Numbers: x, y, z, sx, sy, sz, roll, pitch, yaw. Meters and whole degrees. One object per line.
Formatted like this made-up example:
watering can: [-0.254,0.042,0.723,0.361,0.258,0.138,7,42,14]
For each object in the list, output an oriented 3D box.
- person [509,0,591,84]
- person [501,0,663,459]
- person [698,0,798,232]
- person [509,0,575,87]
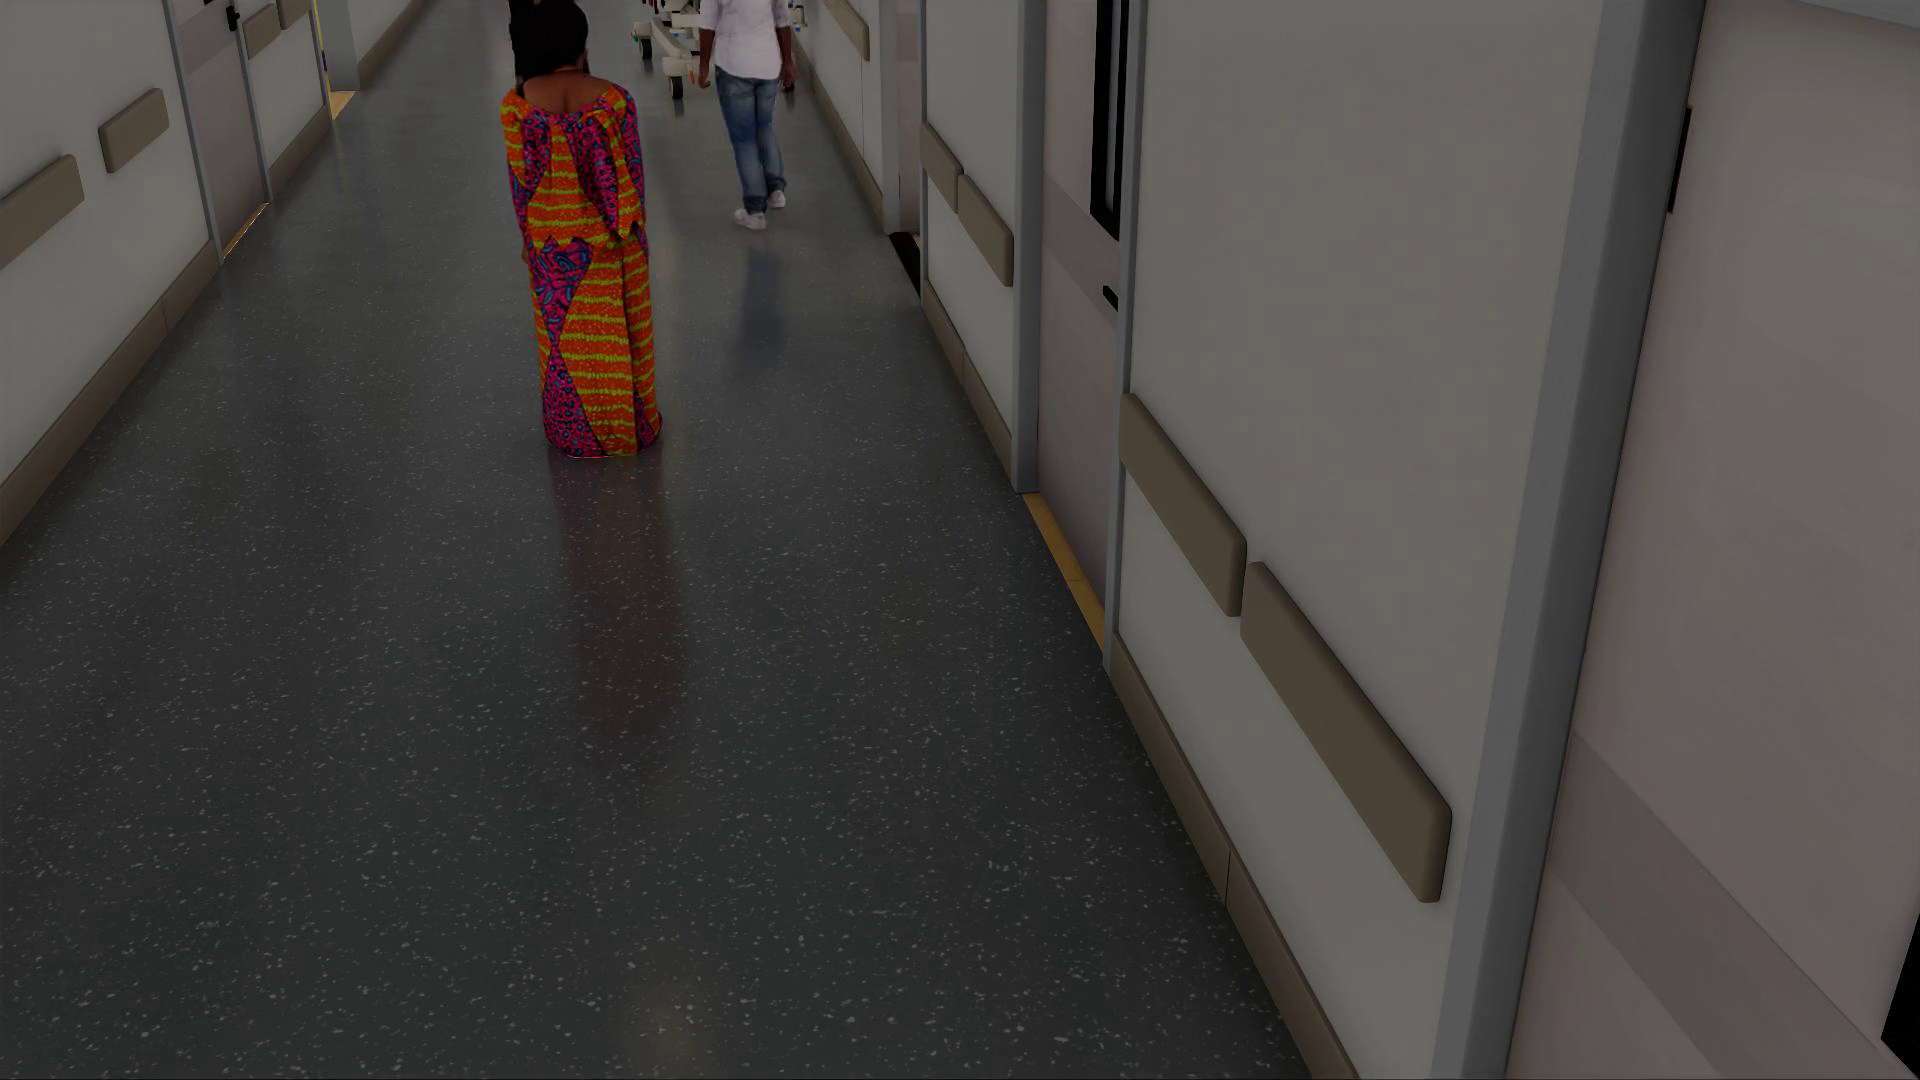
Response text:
person: [-1.763,-1.729,7.284,0.721,1.700,0.724,2,26,4]
person: [-1.392,-1.152,6.102,0.576,1.687,0.684,-4,26,-8]
person: [-1.103,-2.553,8.884,0.696,1.794,0.802,-18,31,-33]
person: [-2.263,-2.583,9.124,0.682,1.639,0.748,-22,33,-38]
